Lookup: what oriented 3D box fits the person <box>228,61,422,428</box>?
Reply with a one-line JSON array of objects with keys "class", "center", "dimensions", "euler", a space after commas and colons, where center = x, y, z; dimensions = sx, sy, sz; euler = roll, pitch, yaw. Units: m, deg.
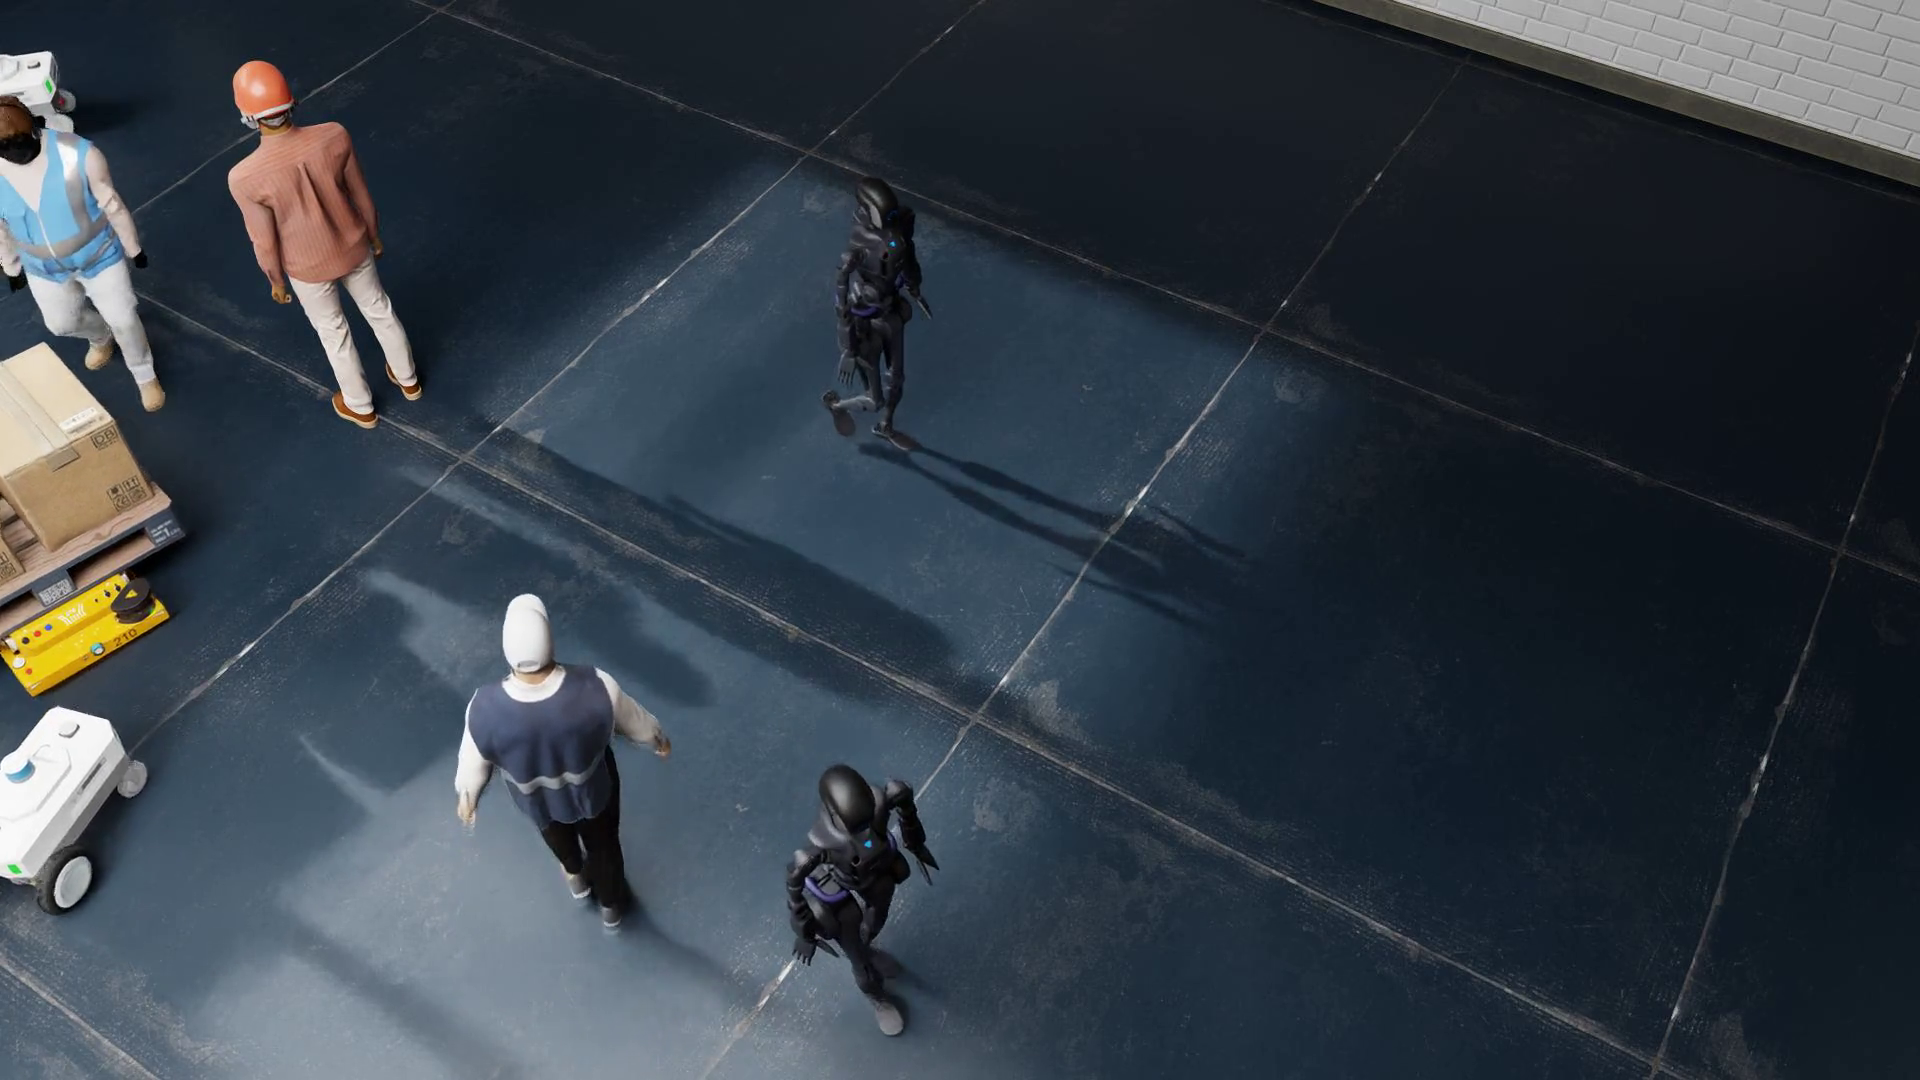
[{"class": "person", "center": [-3.015, -1.362, 7.861], "dimensions": [0.610, 1.995, 0.389], "euler": [-37, 58, -27]}]

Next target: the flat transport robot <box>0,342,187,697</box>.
[{"class": "flat transport robot", "center": [-4.340, 0.090, 7.736], "dimensions": [0.659, 0.231, 1.431], "euler": [-36, 58, -27]}]

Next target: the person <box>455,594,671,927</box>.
[{"class": "person", "center": [-1.460, 0.826, 6.109], "dimensions": [0.799, 1.741, 0.551], "euler": [-10, 50, -8]}]

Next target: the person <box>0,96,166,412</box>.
[{"class": "person", "center": [-4.284, -1.425, 8.041], "dimensions": [0.653, 1.812, 0.611], "euler": [-10, 50, -8]}]

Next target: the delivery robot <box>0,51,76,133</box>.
[{"class": "delivery robot", "center": [-5.759, -2.665, 9.946], "dimensions": [0.777, 0.581, 0.499], "euler": [-13, 50, -11]}]

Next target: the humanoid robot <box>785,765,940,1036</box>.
[{"class": "humanoid robot", "center": [-0.340, 1.211, 5.831], "dimensions": [0.618, 1.644, 0.386], "euler": [-33, 57, -26]}]

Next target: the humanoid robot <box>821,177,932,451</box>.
[{"class": "humanoid robot", "center": [-0.426, -1.082, 7.834], "dimensions": [0.464, 1.639, 0.612], "euler": [30, 55, 23]}]

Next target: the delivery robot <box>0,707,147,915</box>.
[{"class": "delivery robot", "center": [-3.685, 1.060, 6.691], "dimensions": [0.499, 0.583, 0.774], "euler": [12, 50, 11]}]
